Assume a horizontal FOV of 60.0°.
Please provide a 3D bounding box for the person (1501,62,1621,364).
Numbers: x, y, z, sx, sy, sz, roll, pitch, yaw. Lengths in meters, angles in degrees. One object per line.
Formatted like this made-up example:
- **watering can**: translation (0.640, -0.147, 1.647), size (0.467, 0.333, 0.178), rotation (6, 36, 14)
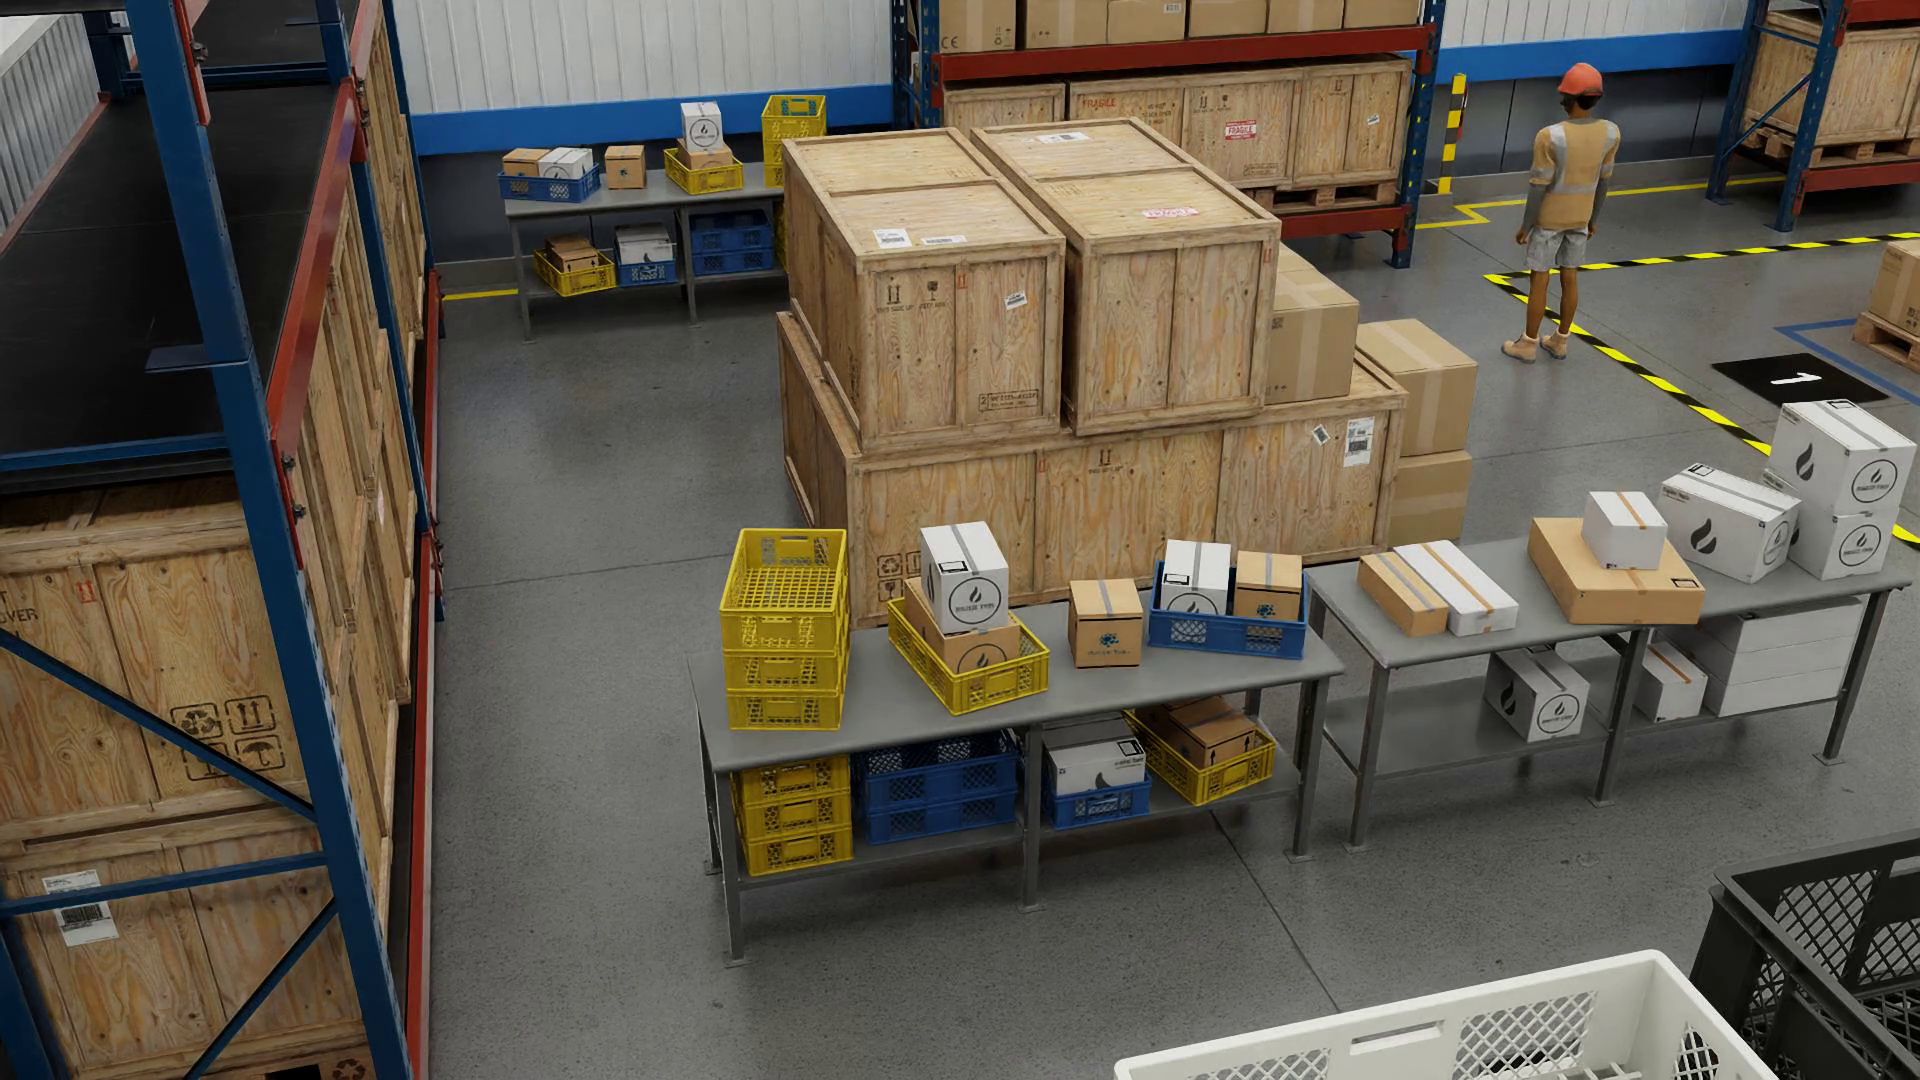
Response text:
- **person**: translation (4.055, -2.186, 11.245), size (0.607, 2.046, 0.365), rotation (-8, 30, -14)
